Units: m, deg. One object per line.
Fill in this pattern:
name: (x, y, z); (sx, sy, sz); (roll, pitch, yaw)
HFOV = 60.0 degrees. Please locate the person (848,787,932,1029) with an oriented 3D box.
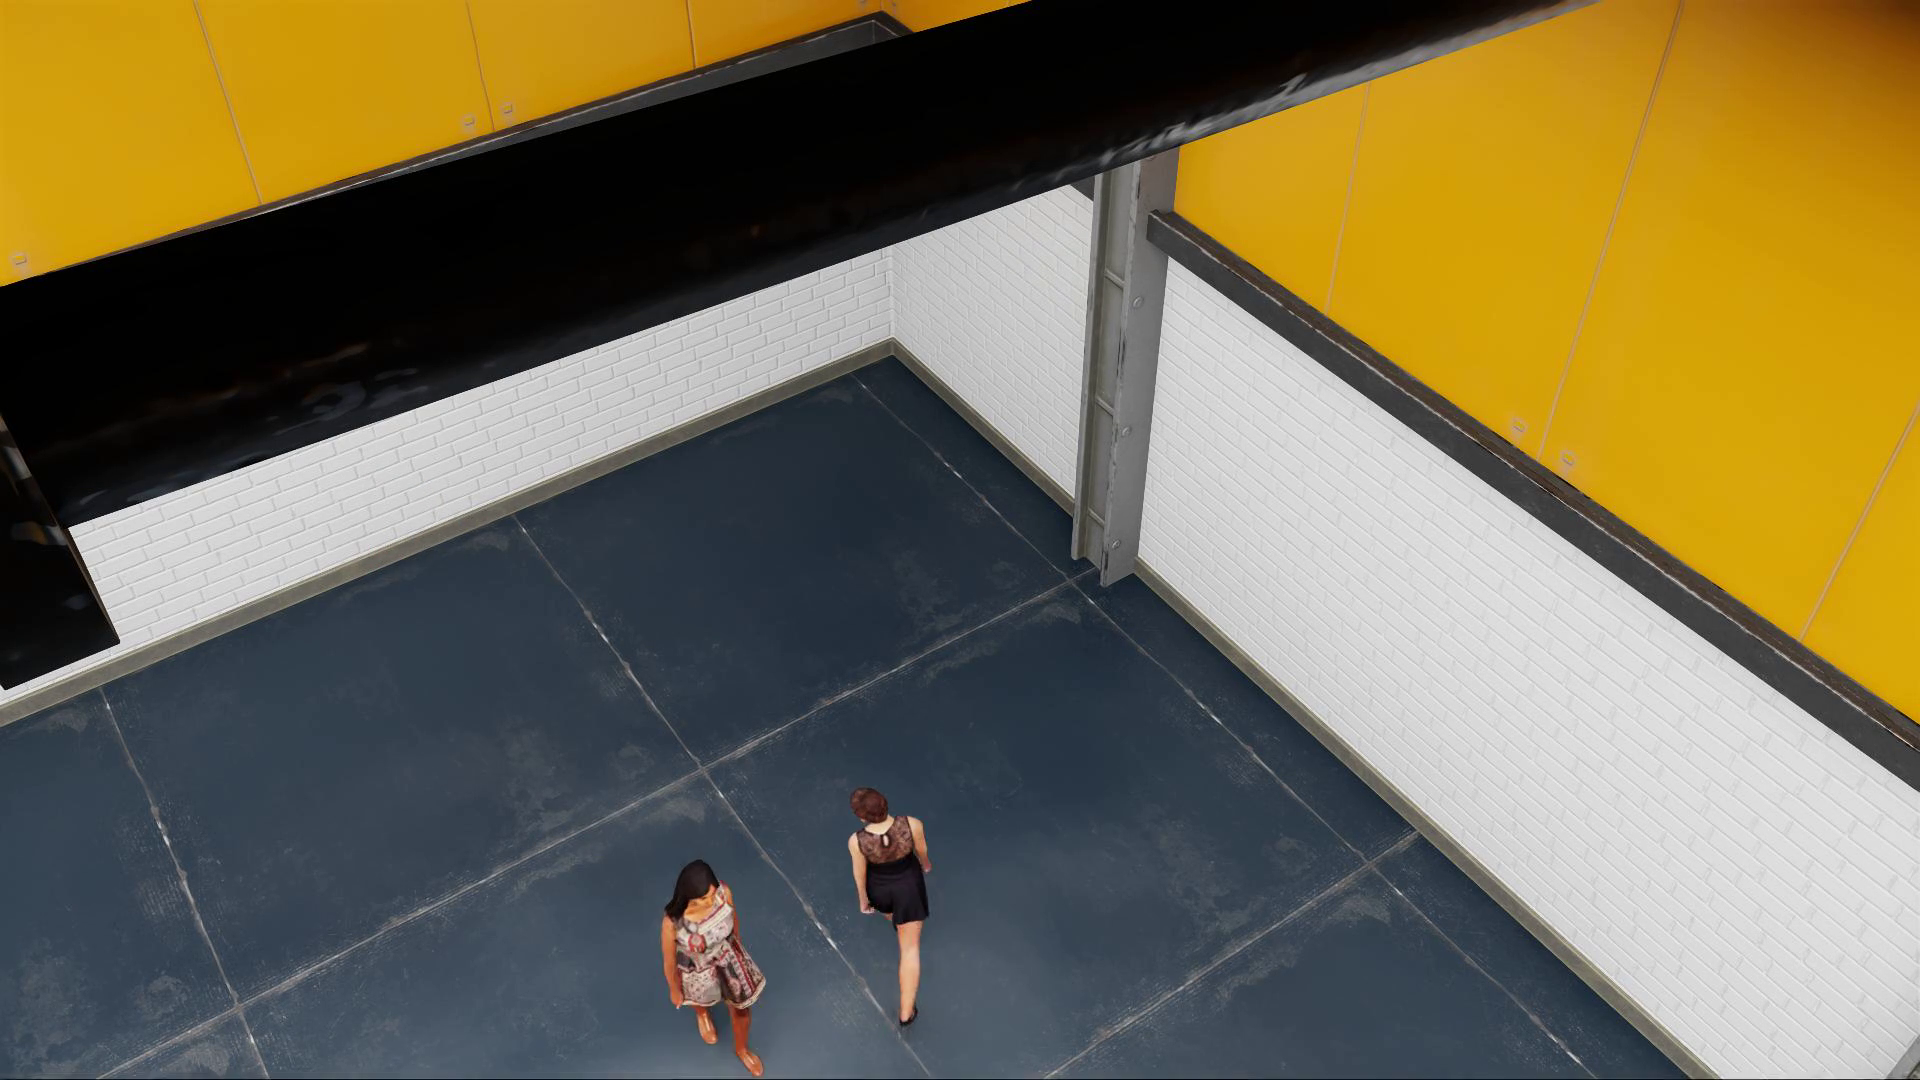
person: (-0.347, 1.972, 9.048); (0.993, 1.623, 1.211); (-1, 44, -1)

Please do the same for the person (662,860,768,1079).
person: (-1.391, 2.162, 8.849); (0.655, 1.623, 0.792); (-24, 49, -23)
